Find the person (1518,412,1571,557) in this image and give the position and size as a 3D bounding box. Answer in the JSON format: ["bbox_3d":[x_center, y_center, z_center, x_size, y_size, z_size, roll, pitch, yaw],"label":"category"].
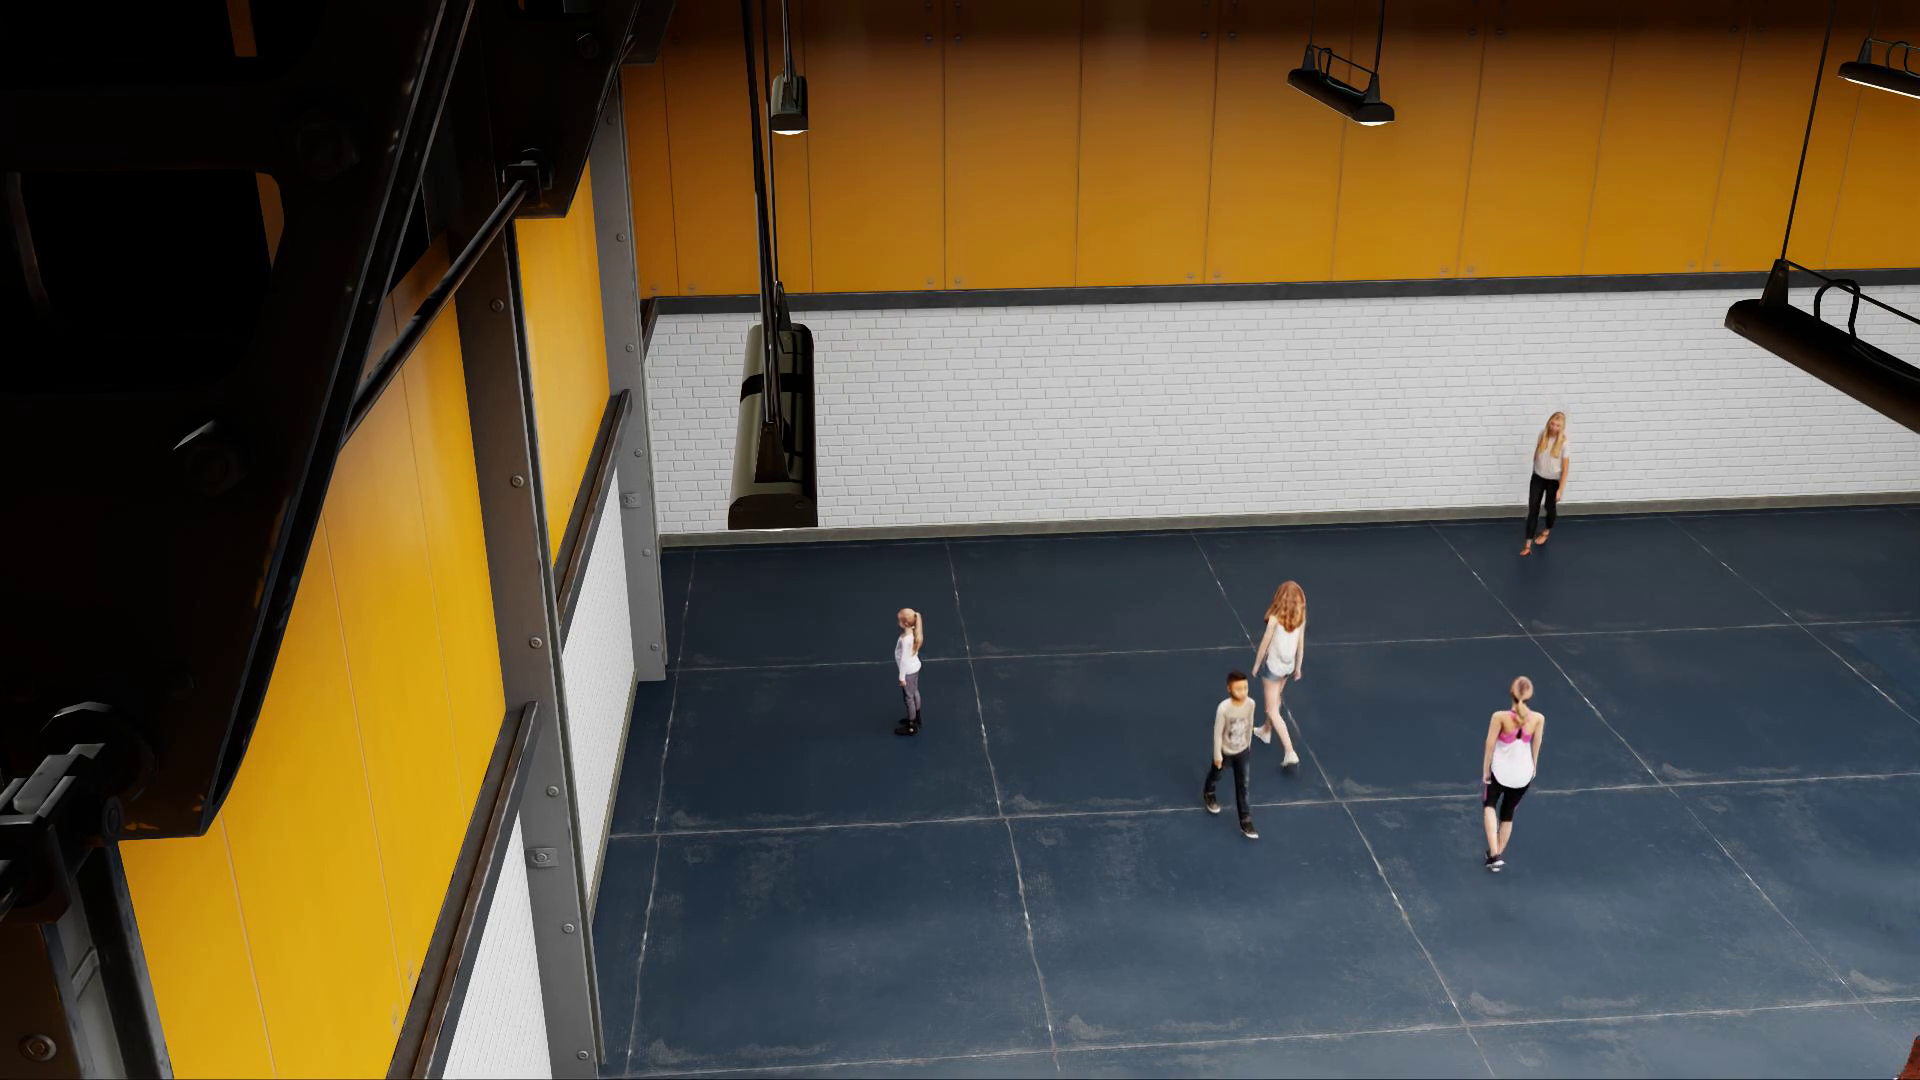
[{"bbox_3d":[6.884,-0.697,19.446,1.154,1.761,1.078,-21,31,-39],"label":"person"}]

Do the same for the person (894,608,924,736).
[{"bbox_3d":[-0.469,1.220,15.666,0.606,1.277,0.517,7,25,15],"label":"person"}]

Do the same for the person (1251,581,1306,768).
[{"bbox_3d":[2.921,1.233,15.069,0.859,1.732,1.150,-11,26,-24],"label":"person"}]

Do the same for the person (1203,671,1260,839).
[{"bbox_3d":[2.284,1.762,14.231,0.754,1.433,1.062,-9,25,-19],"label":"person"}]

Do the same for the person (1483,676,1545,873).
[{"bbox_3d":[4.443,1.941,13.395,0.687,1.774,0.760,2,24,5],"label":"person"}]
